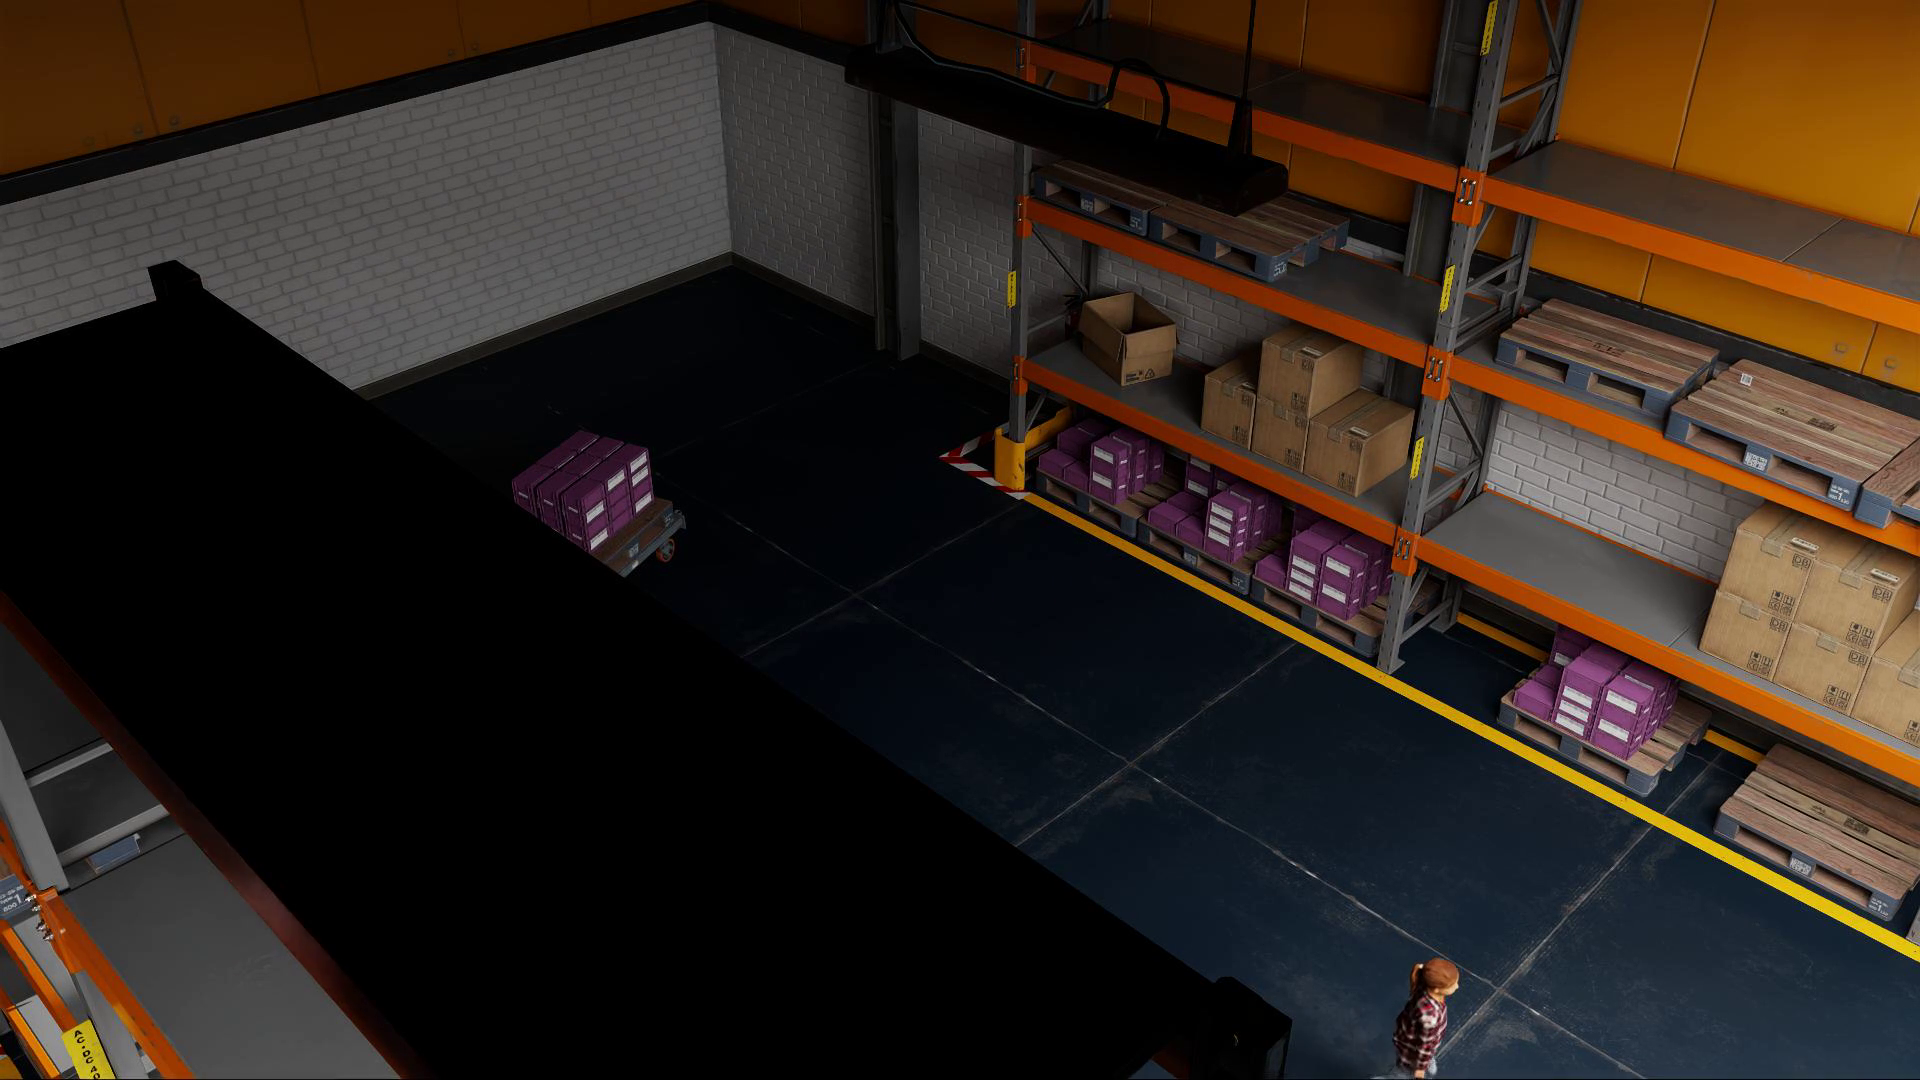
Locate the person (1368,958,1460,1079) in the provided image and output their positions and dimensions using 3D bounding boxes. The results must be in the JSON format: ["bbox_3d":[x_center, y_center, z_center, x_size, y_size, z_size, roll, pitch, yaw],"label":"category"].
[{"bbox_3d":[2.468,2.785,9.254,0.962,1.276,0.782,10,35,14],"label":"person"}]
